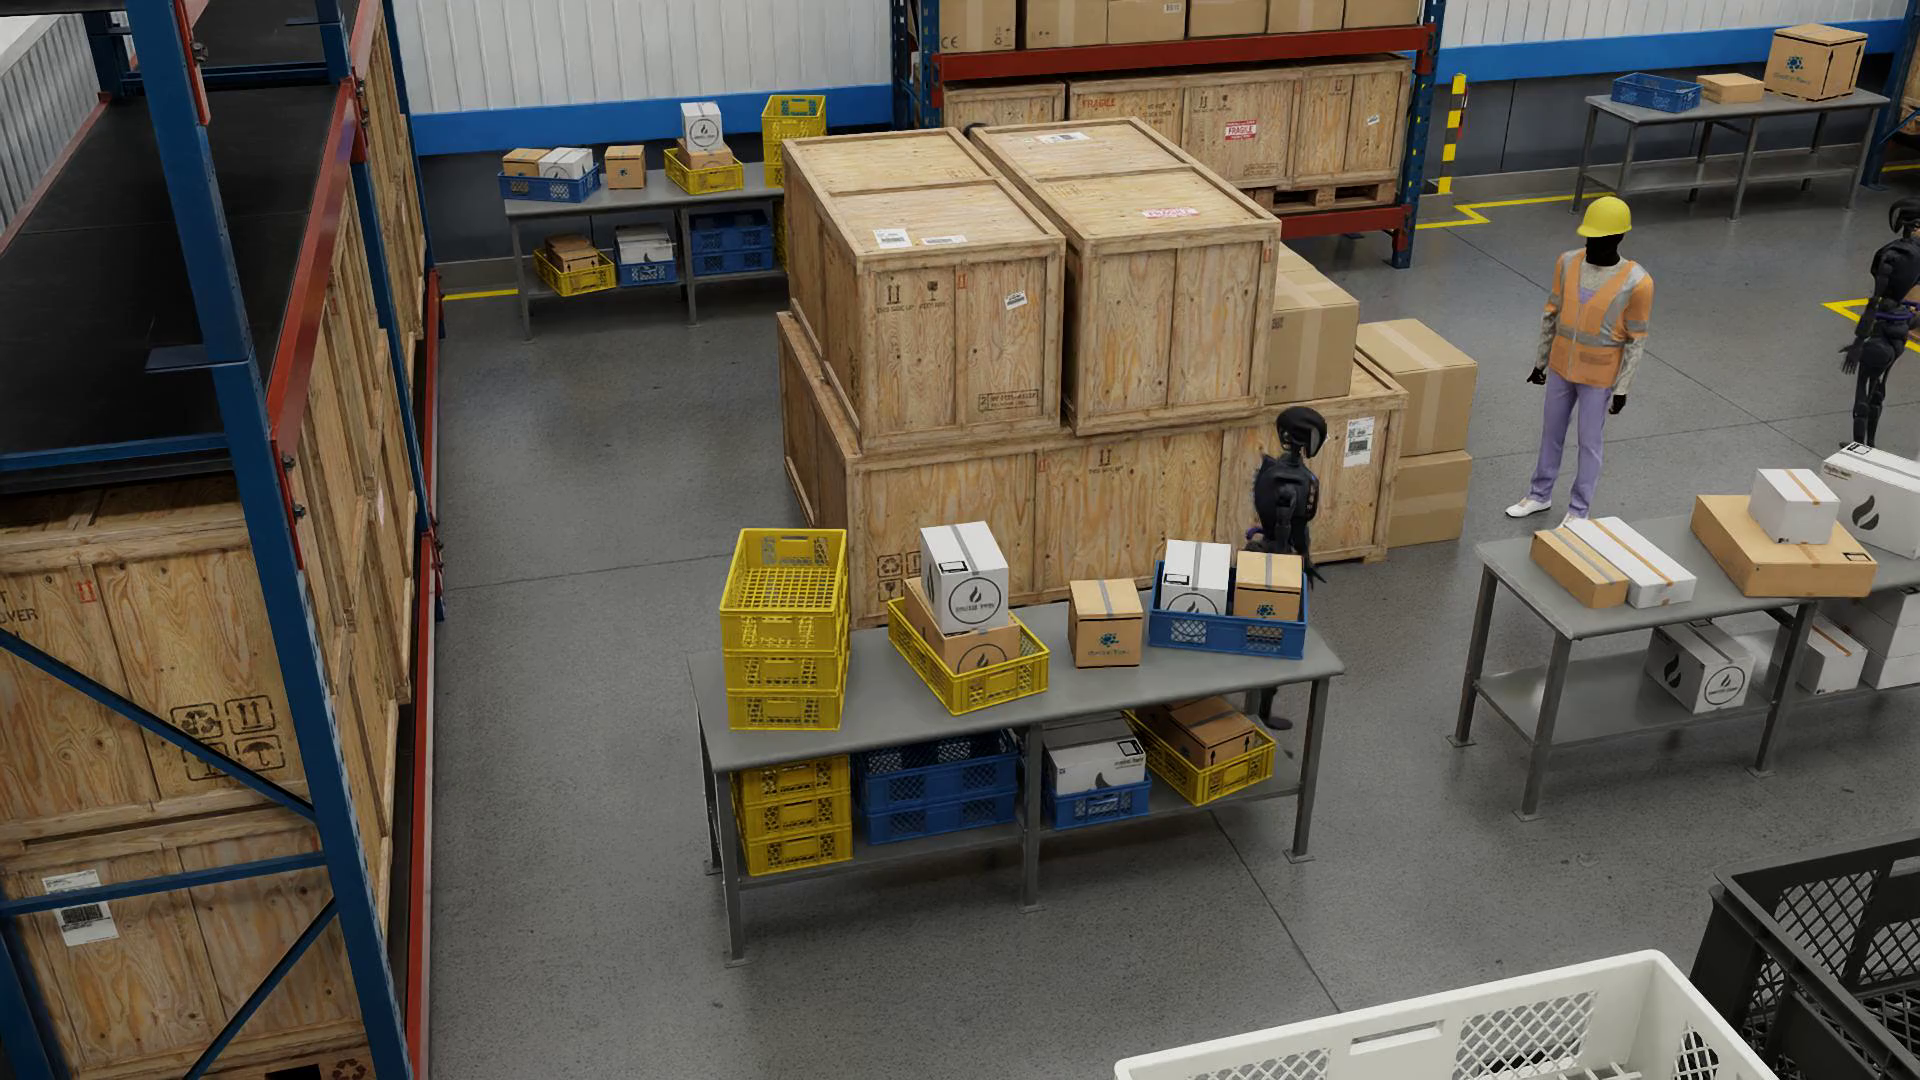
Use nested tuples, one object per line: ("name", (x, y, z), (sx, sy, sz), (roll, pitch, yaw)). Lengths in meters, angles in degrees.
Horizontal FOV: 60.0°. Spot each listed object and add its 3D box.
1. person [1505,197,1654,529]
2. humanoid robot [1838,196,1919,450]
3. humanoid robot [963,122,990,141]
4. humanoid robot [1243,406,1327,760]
("person", (3.398, -0.937, 9.099), (0.368, 1.925, 0.589), (-20, 35, -32))
("humanoid robot", (5.482, -1.229, 9.887), (0.342, 1.649, 0.569), (24, 37, 36))
("humanoid robot", (0.024, -2.031, 11.343), (0.443, 1.647, 0.616), (-10, 30, -18))
("humanoid robot", (1.416, 0.190, 7.308), (0.370, 1.653, 0.628), (7, 30, 12))
